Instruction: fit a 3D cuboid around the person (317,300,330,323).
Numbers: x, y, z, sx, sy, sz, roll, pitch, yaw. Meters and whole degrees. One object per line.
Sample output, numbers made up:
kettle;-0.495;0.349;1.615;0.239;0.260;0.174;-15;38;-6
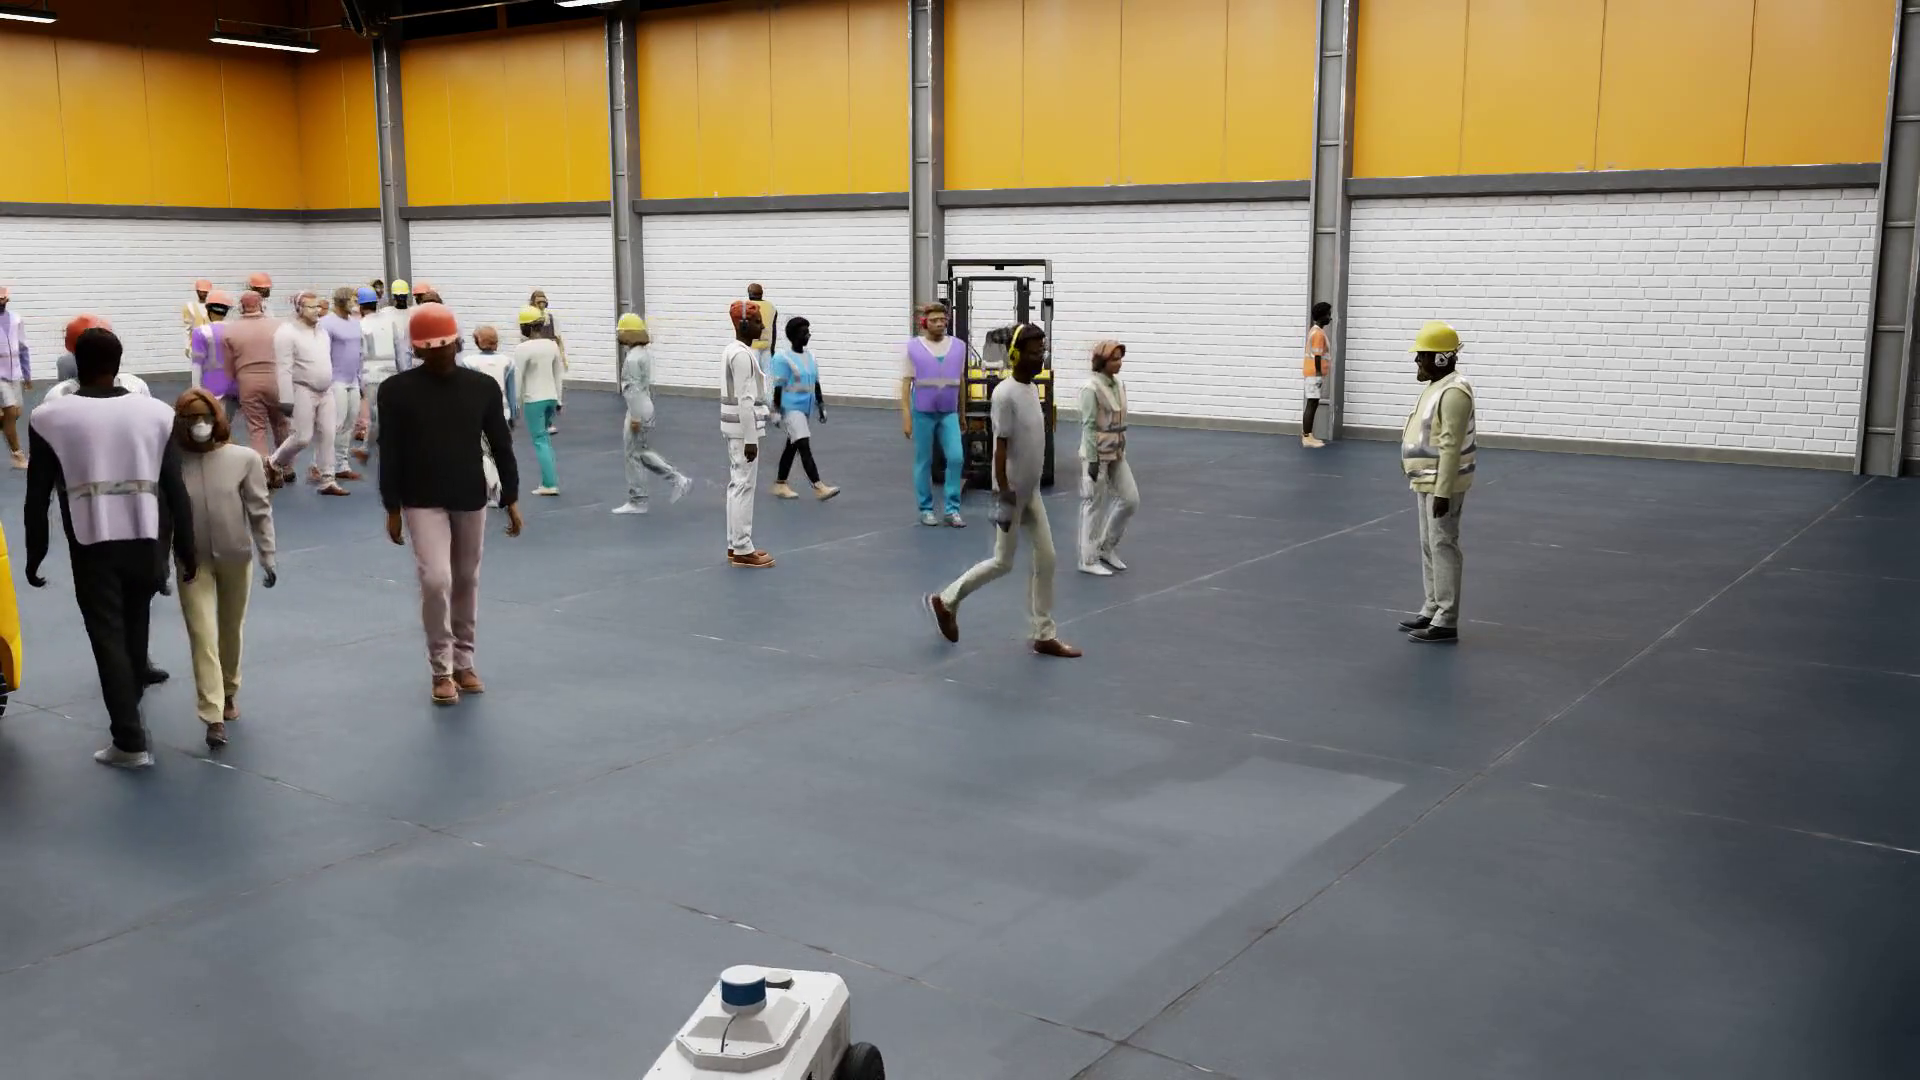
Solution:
person;-8.748;-2.476;22.823;0.271;1.631;0.507;-6;11;-32

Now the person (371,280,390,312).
person;-10.066;-3.601;28.947;0.947;1.824;0.553;7;12;36

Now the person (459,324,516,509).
person;-4.044;-1.044;14.347;0.524;1.623;0.630;-8;12;-39

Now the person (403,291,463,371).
person;-5.825;-1.833;18.411;0.657;1.825;0.451;-2;10;-9

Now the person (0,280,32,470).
person;-9.989;-1.713;17.220;0.821;2.005;0.621;4;10;20

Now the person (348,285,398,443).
person;-6.996;-2.070;19.704;0.967;1.856;0.681;8;13;40

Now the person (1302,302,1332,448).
person;4.143;-1.913;19.322;0.319;1.689;0.538;2;10;10

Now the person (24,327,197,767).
person;-3.755;0.013;7.307;0.934;1.865;0.649;9;13;43

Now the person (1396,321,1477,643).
person;2.715;-0.331;9.481;0.403;1.827;0.589;1;10;4

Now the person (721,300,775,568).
person;-1.520;-0.748;11.783;0.341;1.882;0.586;-2;10;-14

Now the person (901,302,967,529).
person;-0.172;-0.994;13.406;0.607;1.820;0.690;-4;10;-23

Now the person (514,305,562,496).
person;-3.928;-1.277;15.328;0.522;1.749;0.532;5;11;28

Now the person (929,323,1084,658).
person;0.253;-0.271;9.127;0.845;1.835;0.512;5;11;28

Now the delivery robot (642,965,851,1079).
delivery robot;-0.488;1.213;3.779;0.477;0.478;0.707;2;10;10

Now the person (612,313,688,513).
person;-2.689;-1.077;14.225;0.551;1.728;0.487;0;10;-2

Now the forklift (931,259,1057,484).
forklift;0.370;-1.738;16.759;1.214;2.155;2.313;1;10;3

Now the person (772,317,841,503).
person;-1.376;-1.156;14.867;0.843;1.648;0.552;6;11;31

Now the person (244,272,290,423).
person;-9.167;-2.535;22.046;0.830;2.005;0.616;2;10;11

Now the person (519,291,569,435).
person;-5.274;-2.238;20.950;0.530;1.801;0.981;-7;12;-38

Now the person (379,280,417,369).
person;-6.934;-2.273;20.737;0.588;1.927;0.365;-5;11;-29

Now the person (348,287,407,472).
person;-6.100;-1.658;17.194;1.004;1.882;0.629;5;11;28

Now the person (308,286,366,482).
person;-6.114;-1.519;16.316;0.489;1.916;0.684;2;10;12

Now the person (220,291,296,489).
person;-6.693;-1.443;15.970;0.658;1.864;0.900;-3;10;-18

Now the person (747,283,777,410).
person;-2.935;-2.779;24.012;0.634;1.840;0.429;-9;13;-41

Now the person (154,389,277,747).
person;-3.390;0.105;7.568;0.510;1.585;0.856;-5;11;-29

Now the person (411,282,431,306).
person;-7.021;-2.429;21.786;0.986;1.879;0.558;7;12;35

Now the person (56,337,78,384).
person;-7.851;-1.166;15.036;0.524;1.613;0.344;-9;13;-43

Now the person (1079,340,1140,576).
person;1.011;-0.552;11.383;0.404;1.622;0.548;7;12;34

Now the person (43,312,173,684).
person;-4.286;-0.197;8.419;0.461;1.909;0.579;6;11;31

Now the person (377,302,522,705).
person;-2.474;-0.173;8.135;0.634;1.953;0.656;-6;12;-34

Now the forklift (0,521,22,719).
forklift;-5.296;-0.090;6.943;1.214;2.155;2.313;7;12;35

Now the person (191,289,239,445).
person;-6.968;-1.429;15.828;0.770;1.898;0.558;5;11;29

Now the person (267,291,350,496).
person;-6.041;-1.340;15.285;0.732;1.887;0.661;3;10;20

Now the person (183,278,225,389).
person;-10.906;-2.827;24.059;0.564;1.918;0.426;-5;11;-28
